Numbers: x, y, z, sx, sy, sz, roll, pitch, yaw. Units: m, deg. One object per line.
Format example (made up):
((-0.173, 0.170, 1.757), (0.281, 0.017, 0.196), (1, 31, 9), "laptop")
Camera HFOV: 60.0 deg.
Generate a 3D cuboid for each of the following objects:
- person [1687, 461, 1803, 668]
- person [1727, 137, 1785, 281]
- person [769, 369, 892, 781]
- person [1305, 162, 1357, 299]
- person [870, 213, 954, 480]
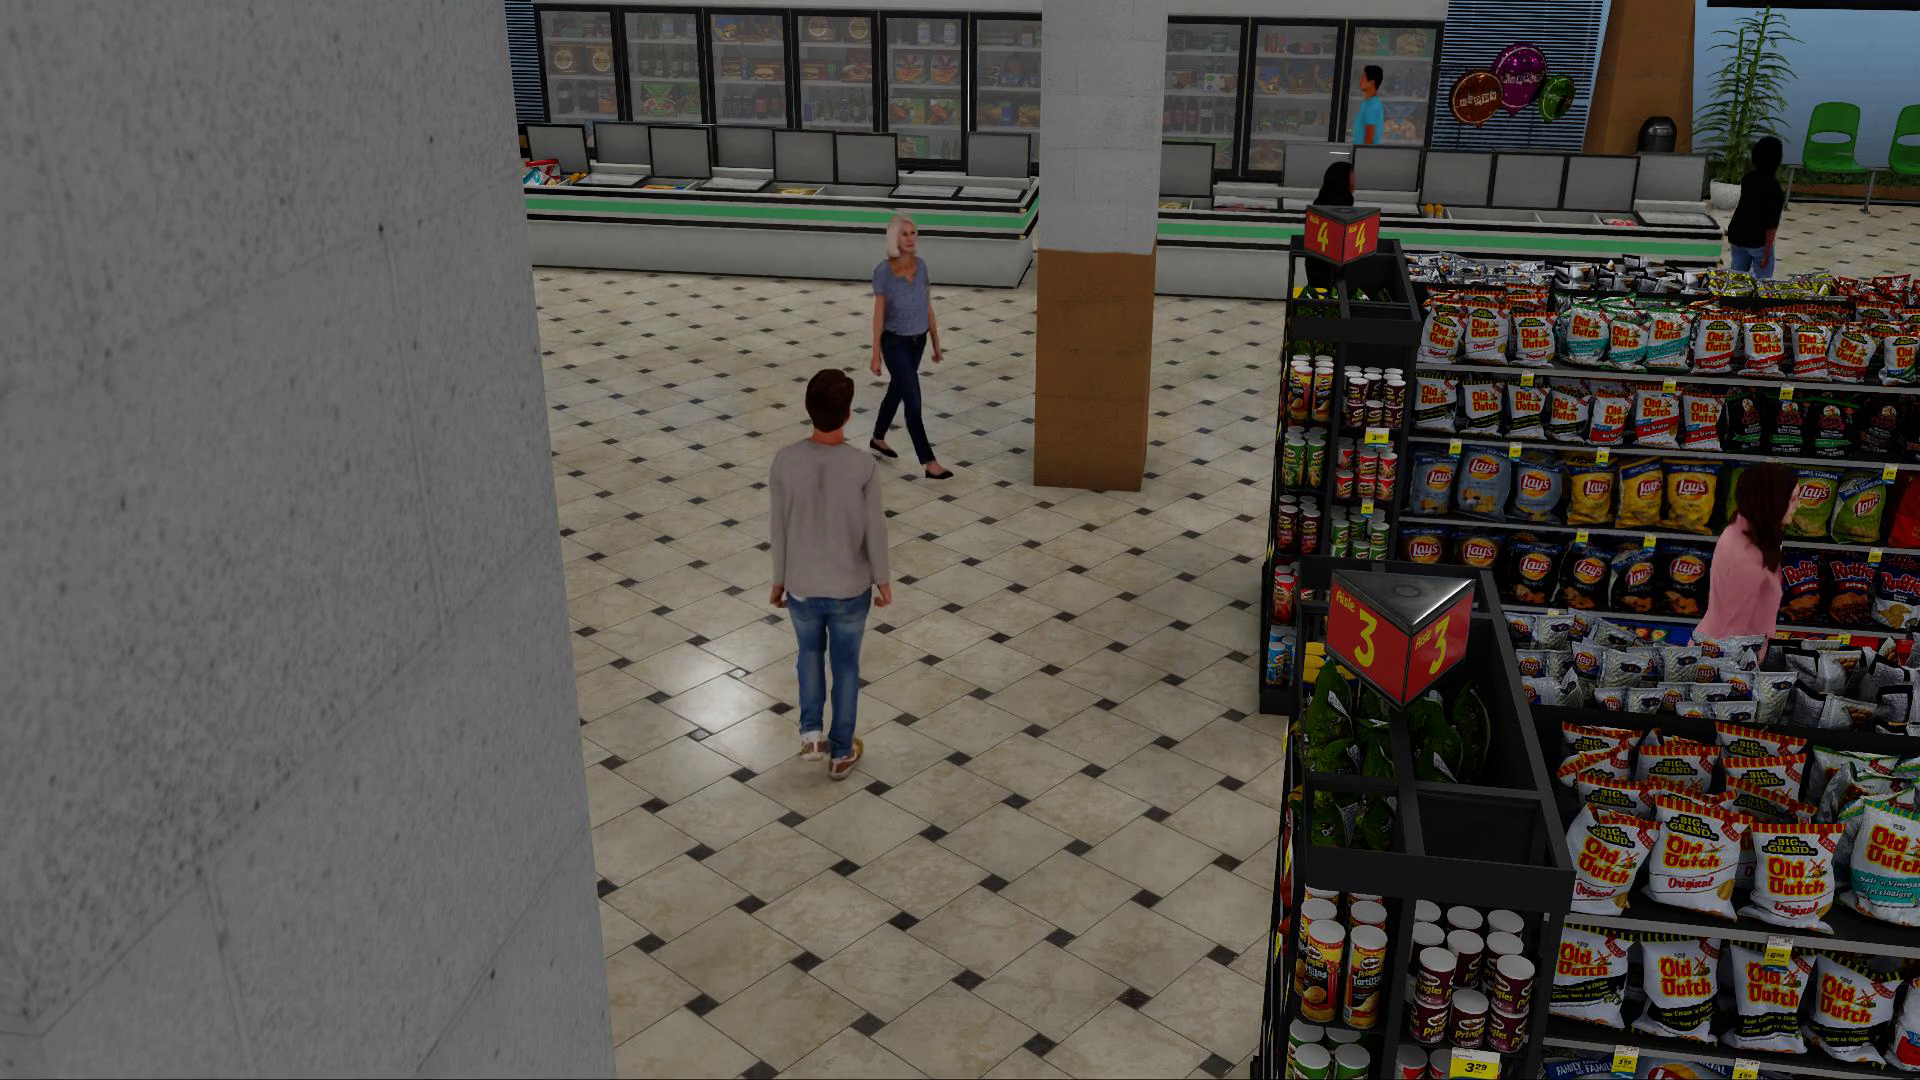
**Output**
((2.923, 0.536, 6.553), (0.672, 1.792, 0.670), (8, 25, 18), "person")
((6.227, -2.326, 13.236), (0.771, 1.679, 0.710), (-10, 26, -21), "person")
((-0.585, 0.223, 7.149), (0.597, 1.888, 0.732), (3, 24, 8), "person")
((2.826, -2.085, 12.765), (0.782, 1.613, 0.764), (-7, 25, -17), "person")
((-0.416, -1.259, 10.800), (1.028, 1.677, 1.167), (-20, 31, -38), "person")
